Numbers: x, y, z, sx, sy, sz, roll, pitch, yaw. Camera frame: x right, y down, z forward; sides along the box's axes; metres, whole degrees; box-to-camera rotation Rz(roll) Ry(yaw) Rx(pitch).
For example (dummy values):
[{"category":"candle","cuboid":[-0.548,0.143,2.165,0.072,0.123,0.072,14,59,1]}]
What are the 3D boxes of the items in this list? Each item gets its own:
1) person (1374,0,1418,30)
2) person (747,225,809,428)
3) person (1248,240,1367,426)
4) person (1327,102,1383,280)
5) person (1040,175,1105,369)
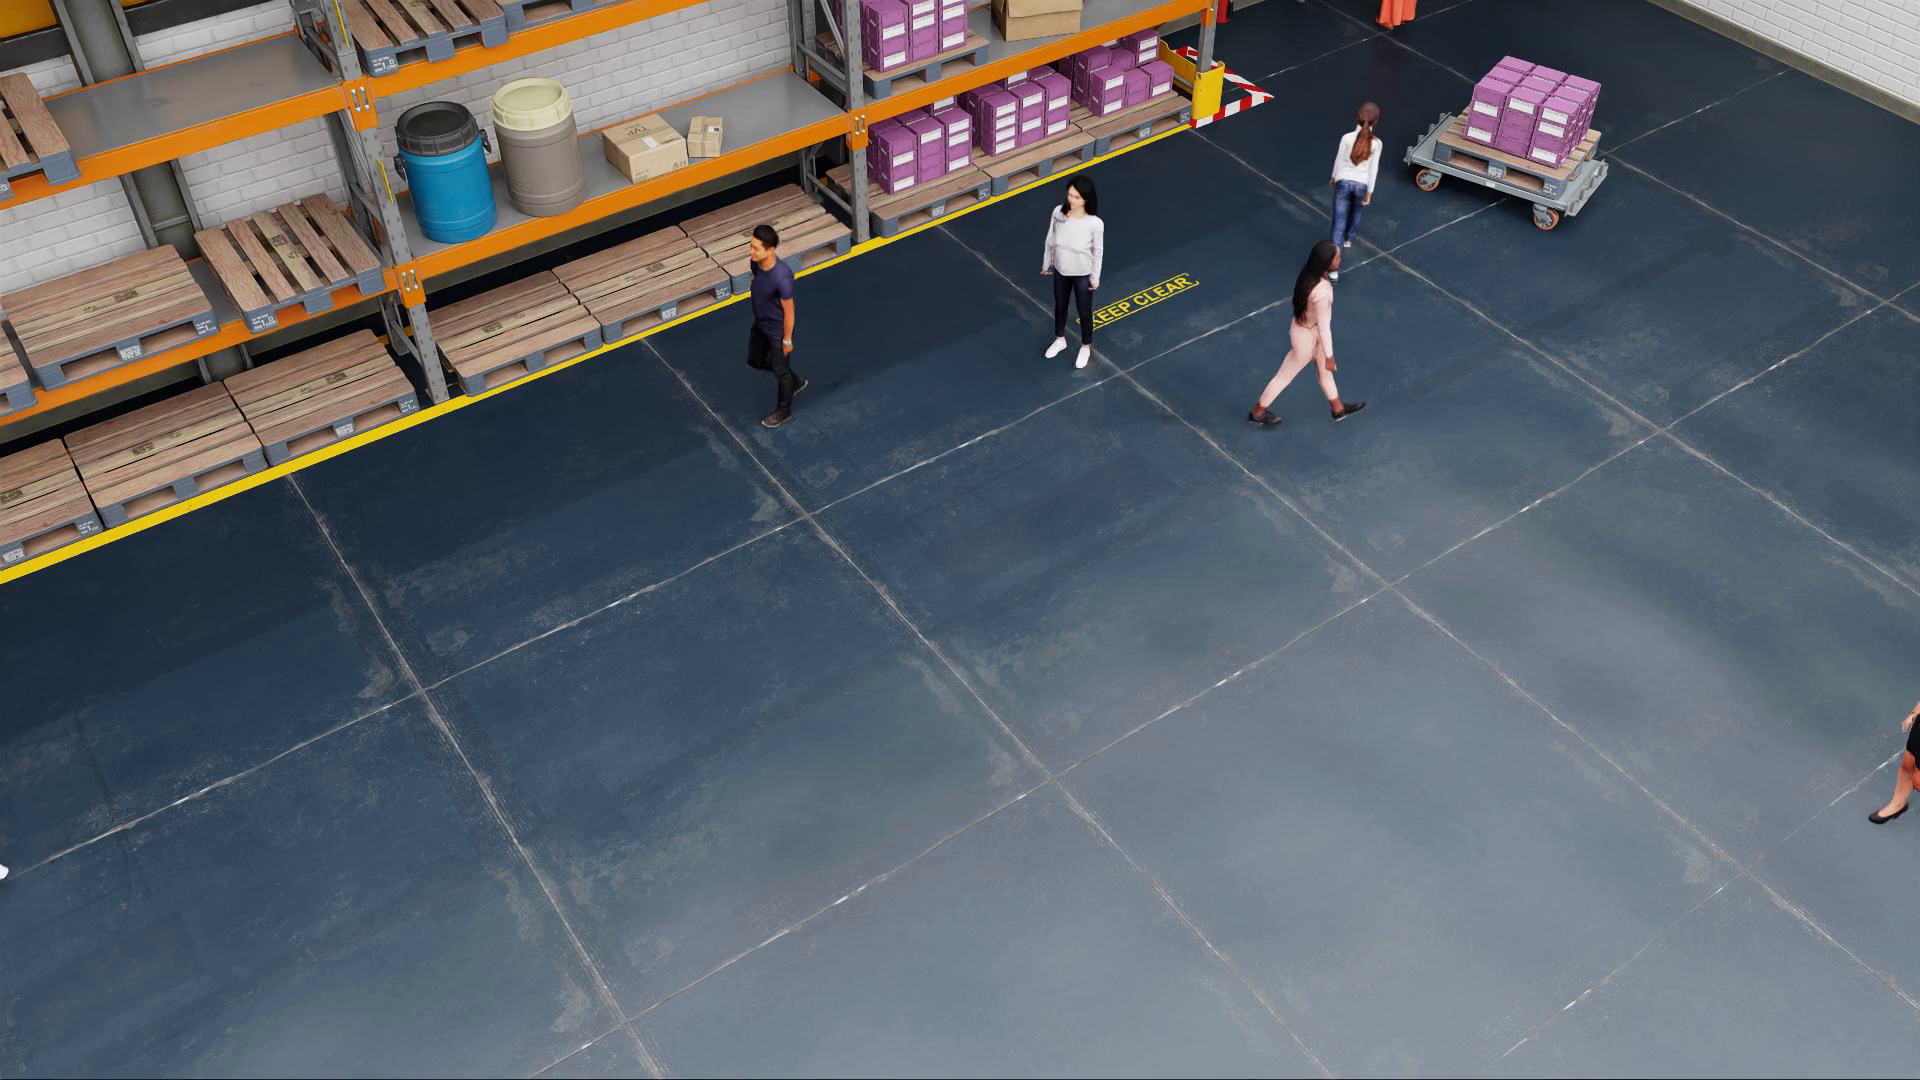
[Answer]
[{"category":"person","cuboid":[4.675,-6.246,17.388,0.535,1.805,0.698,-22,48,-21]},{"category":"person","cuboid":[-1.337,-1.653,12.581,0.709,1.786,0.673,-28,50,-26]},{"category":"person","cuboid":[2.517,-1.491,12.494,1.218,1.673,1.086,2,44,2]},{"category":"person","cuboid":[3.314,-2.947,14.134,1.021,1.517,1.051,6,44,6]},{"category":"person","cuboid":[0.914,-2.135,13.150,0.722,1.700,0.701,22,48,21]}]
